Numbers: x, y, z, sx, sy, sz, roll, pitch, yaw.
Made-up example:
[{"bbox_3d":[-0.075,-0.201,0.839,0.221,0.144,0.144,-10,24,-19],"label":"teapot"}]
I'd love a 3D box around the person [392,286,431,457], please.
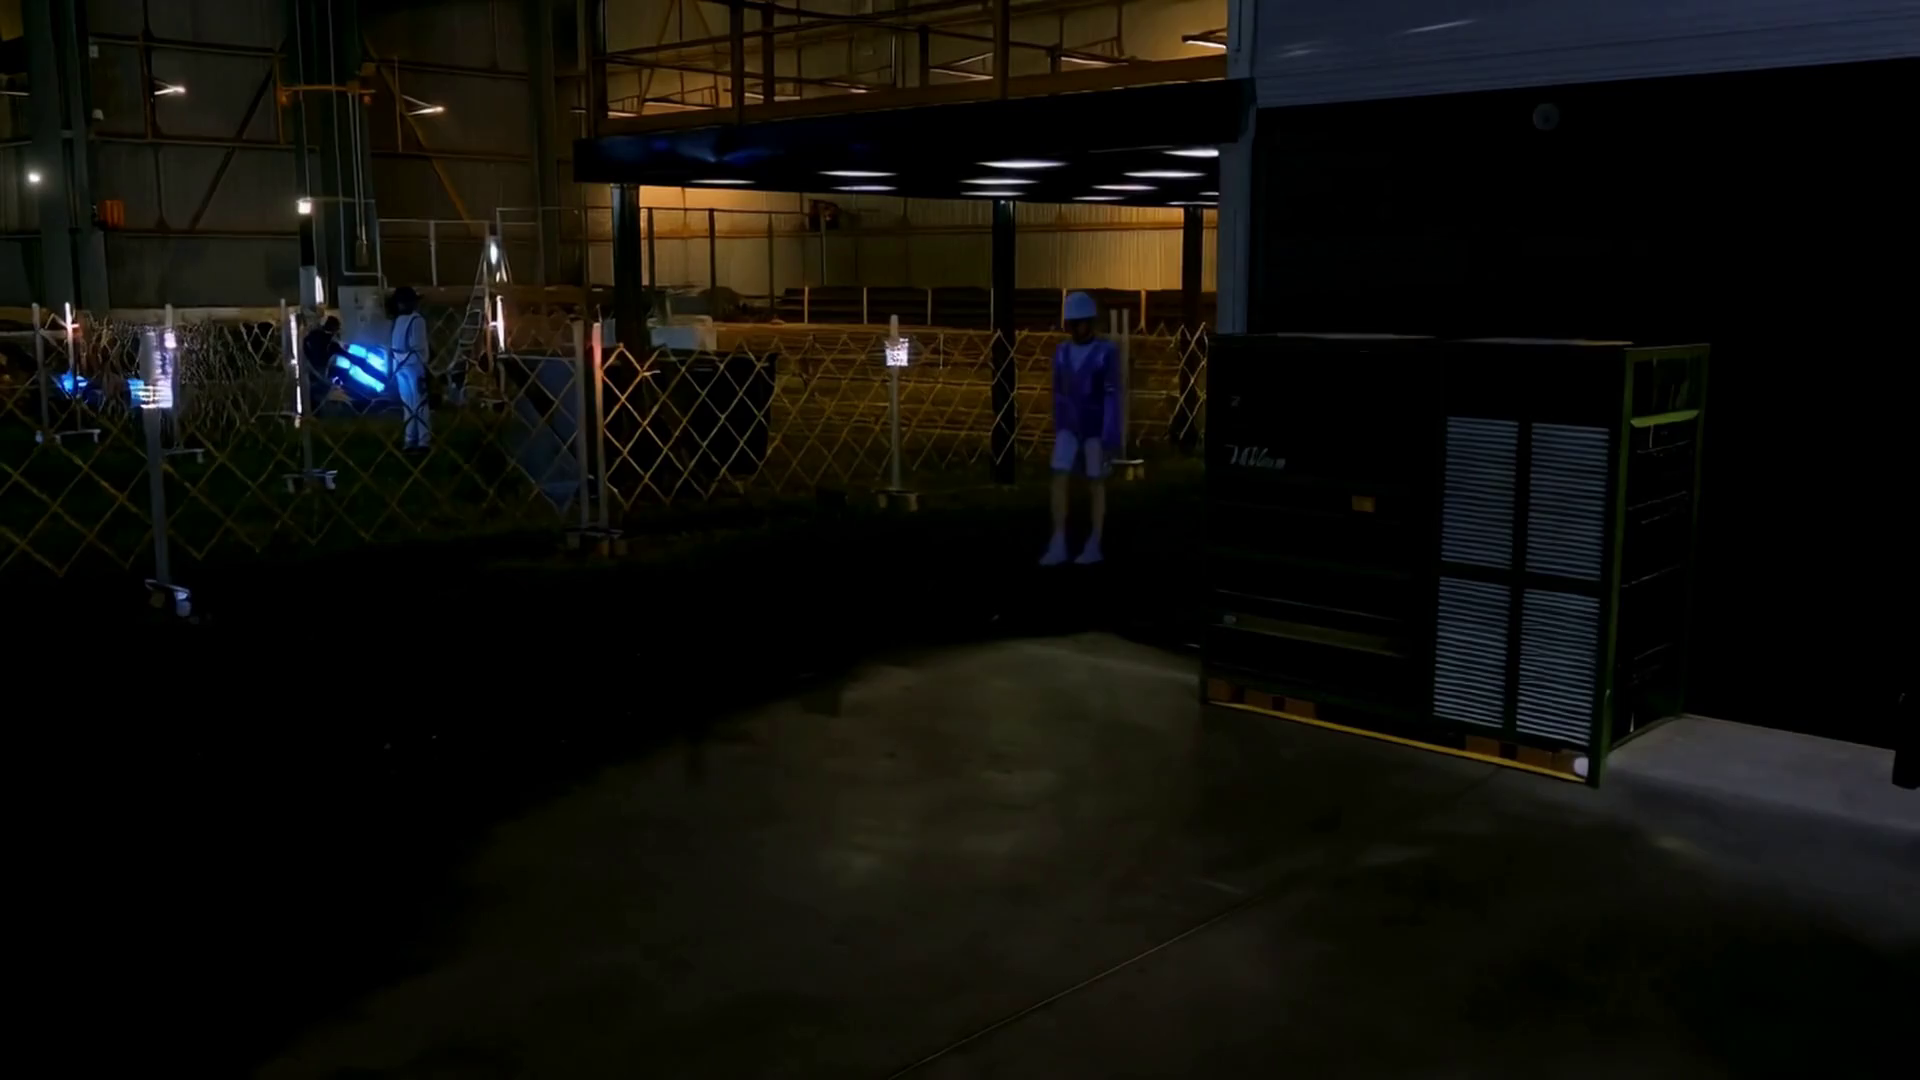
[{"bbox_3d":[-6.075,-1.857,18.384,0.574,1.883,0.355,9,13,43],"label":"person"}]

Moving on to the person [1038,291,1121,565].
[{"bbox_3d":[0.818,-0.752,11.533,0.546,1.914,0.722,5,10,28],"label":"person"}]
